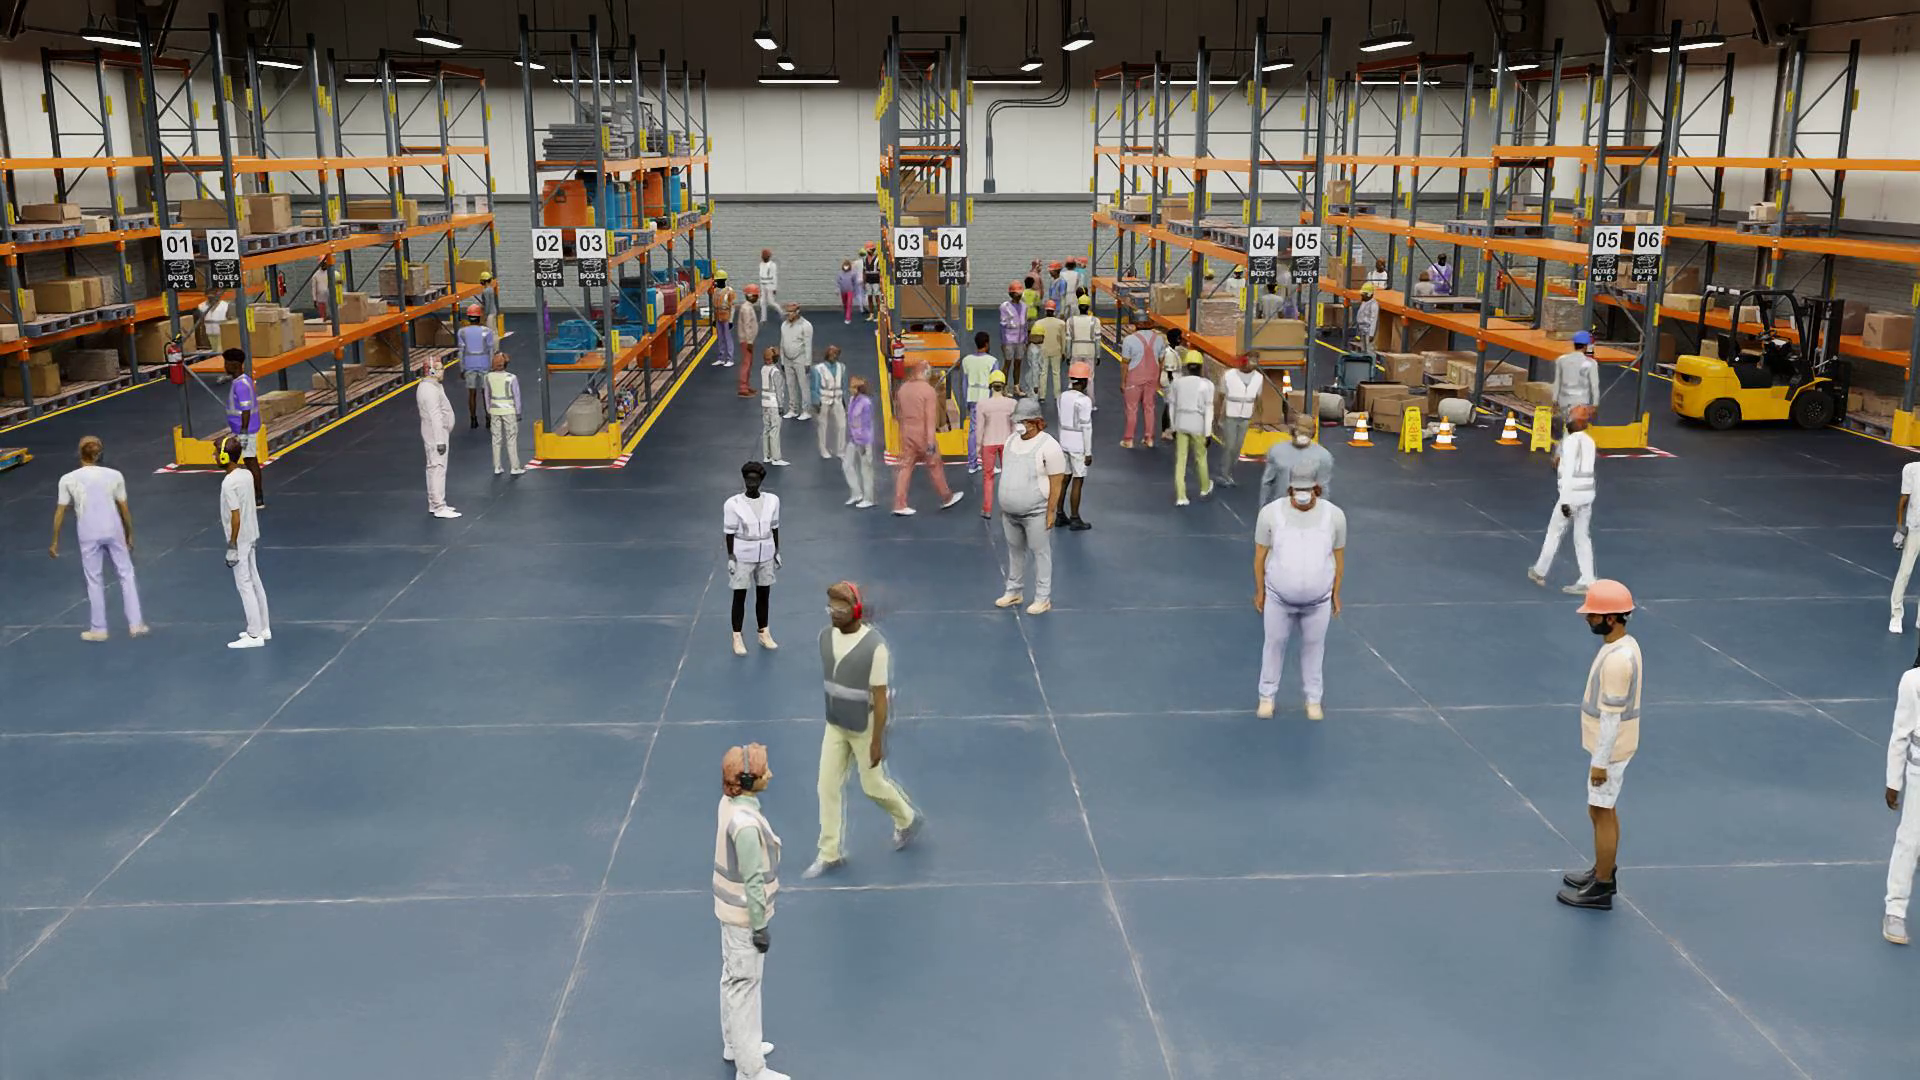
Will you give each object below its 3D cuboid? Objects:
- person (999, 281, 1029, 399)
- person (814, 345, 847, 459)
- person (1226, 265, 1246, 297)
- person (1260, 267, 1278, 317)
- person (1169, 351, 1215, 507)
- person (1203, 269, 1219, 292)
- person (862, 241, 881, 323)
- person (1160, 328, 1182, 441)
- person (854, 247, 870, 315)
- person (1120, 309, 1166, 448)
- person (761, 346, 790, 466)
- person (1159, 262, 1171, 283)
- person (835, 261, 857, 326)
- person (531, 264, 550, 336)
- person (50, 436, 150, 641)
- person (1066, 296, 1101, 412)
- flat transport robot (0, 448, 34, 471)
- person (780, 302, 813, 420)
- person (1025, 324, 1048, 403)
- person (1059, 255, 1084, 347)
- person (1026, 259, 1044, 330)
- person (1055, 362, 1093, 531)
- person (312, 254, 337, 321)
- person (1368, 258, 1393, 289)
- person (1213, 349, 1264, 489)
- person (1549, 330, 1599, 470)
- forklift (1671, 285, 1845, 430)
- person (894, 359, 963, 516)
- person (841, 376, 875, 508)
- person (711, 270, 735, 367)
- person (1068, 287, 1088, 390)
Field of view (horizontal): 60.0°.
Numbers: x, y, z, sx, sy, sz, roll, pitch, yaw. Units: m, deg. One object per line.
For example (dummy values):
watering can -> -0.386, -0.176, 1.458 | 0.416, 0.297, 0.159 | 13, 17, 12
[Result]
person -> 0.967, -3.497, 29.072 | 0.605, 2.045, 0.378 | -10, 16, -36
person -> -1.765, -1.899, 23.212 | 0.548, 1.603, 0.729 | -9, 16, -33
person -> 6.216, -5.303, 37.322 | 0.524, 1.769, 0.314 | 0, 13, 1
person -> 7.986, -6.598, 43.108 | 0.521, 1.631, 0.335 | -11, 17, -38
person -> 2.878, -1.390, 20.502 | 0.599, 1.871, 0.992 | 7, 15, 26
person -> 5.356, -4.993, 36.073 | 0.548, 1.723, 0.884 | -2, 13, -8
person -> -2.211, -6.479, 41.752 | 0.620, 2.028, 0.410 | 8, 16, 32
person -> 3.161, -2.336, 24.923 | 0.319, 1.688, 0.538 | 3, 14, 11
person -> -2.528, -6.798, 43.682 | 0.518, 1.746, 0.454 | 3, 14, 13
person -> 2.623, -2.365, 24.286 | 0.685, 2.000, 0.535 | -6, 14, -23
person -> -2.578, -1.845, 22.932 | 0.309, 1.645, 0.514 | -8, 16, -31
person -> 5.316, -6.627, 43.201 | 0.307, 1.641, 0.514 | 4, 14, 17
person -> -2.803, -6.109, 41.124 | 0.496, 1.584, 0.908 | 3, 14, 13
person -> -9.785, -5.638, 38.766 | 0.326, 1.752, 0.561 | -9, 16, -34
person -> -7.643, 0.011, 14.679 | 0.668, 1.841, 0.408 | -9, 16, -34
person -> 2.046, -3.086, 27.598 | 0.586, 1.919, 0.379 | 2, 13, 10
flat transport robot -> -13.220, -1.059, 22.544 | 0.652, 0.197, 1.431 | -1, 13, -6
person -> -2.653, -2.877, 26.774 | 0.636, 1.900, 0.400 | 9, 16, 33
person -> 1.135, -2.371, 24.973 | 0.344, 1.733, 0.480 | -1, 13, -3
person -> 2.411, -5.234, 36.503 | 0.609, 2.025, 0.597 | 1, 13, 6
person -> 1.678, -5.284, 36.971 | 0.394, 1.898, 0.641 | -3, 14, -14
person -> 1.341, -1.074, 19.073 | 0.398, 1.928, 0.548 | -9, 16, -34
person -> -14.116, -5.358, 37.065 | 0.618, 1.994, 0.380 | -1, 13, -5
person -> 9.456, -5.413, 37.540 | 0.576, 1.881, 0.354 | 6, 15, 25
person -> 3.575, -1.559, 21.387 | 0.603, 1.795, 0.543 | -5, 14, -20
person -> 8.331, -1.895, 22.591 | 0.942, 1.909, 0.622 | -10, 17, -37
forklift -> 12.503, -2.886, 26.166 | 2.313, 2.155, 1.214 | -1, 13, -3
person -> -0.429, -1.230, 19.893 | 0.654, 1.843, 1.025 | 13, 18, 43
person -> -1.249, -1.181, 20.146 | 0.461, 1.618, 0.546 | -7, 15, -28
person -> -4.745, -4.440, 33.314 | 0.587, 1.930, 0.355 | 10, 17, 37
person -> 2.157, -3.636, 30.068 | 0.317, 1.862, 0.525 | -8, 15, -29
